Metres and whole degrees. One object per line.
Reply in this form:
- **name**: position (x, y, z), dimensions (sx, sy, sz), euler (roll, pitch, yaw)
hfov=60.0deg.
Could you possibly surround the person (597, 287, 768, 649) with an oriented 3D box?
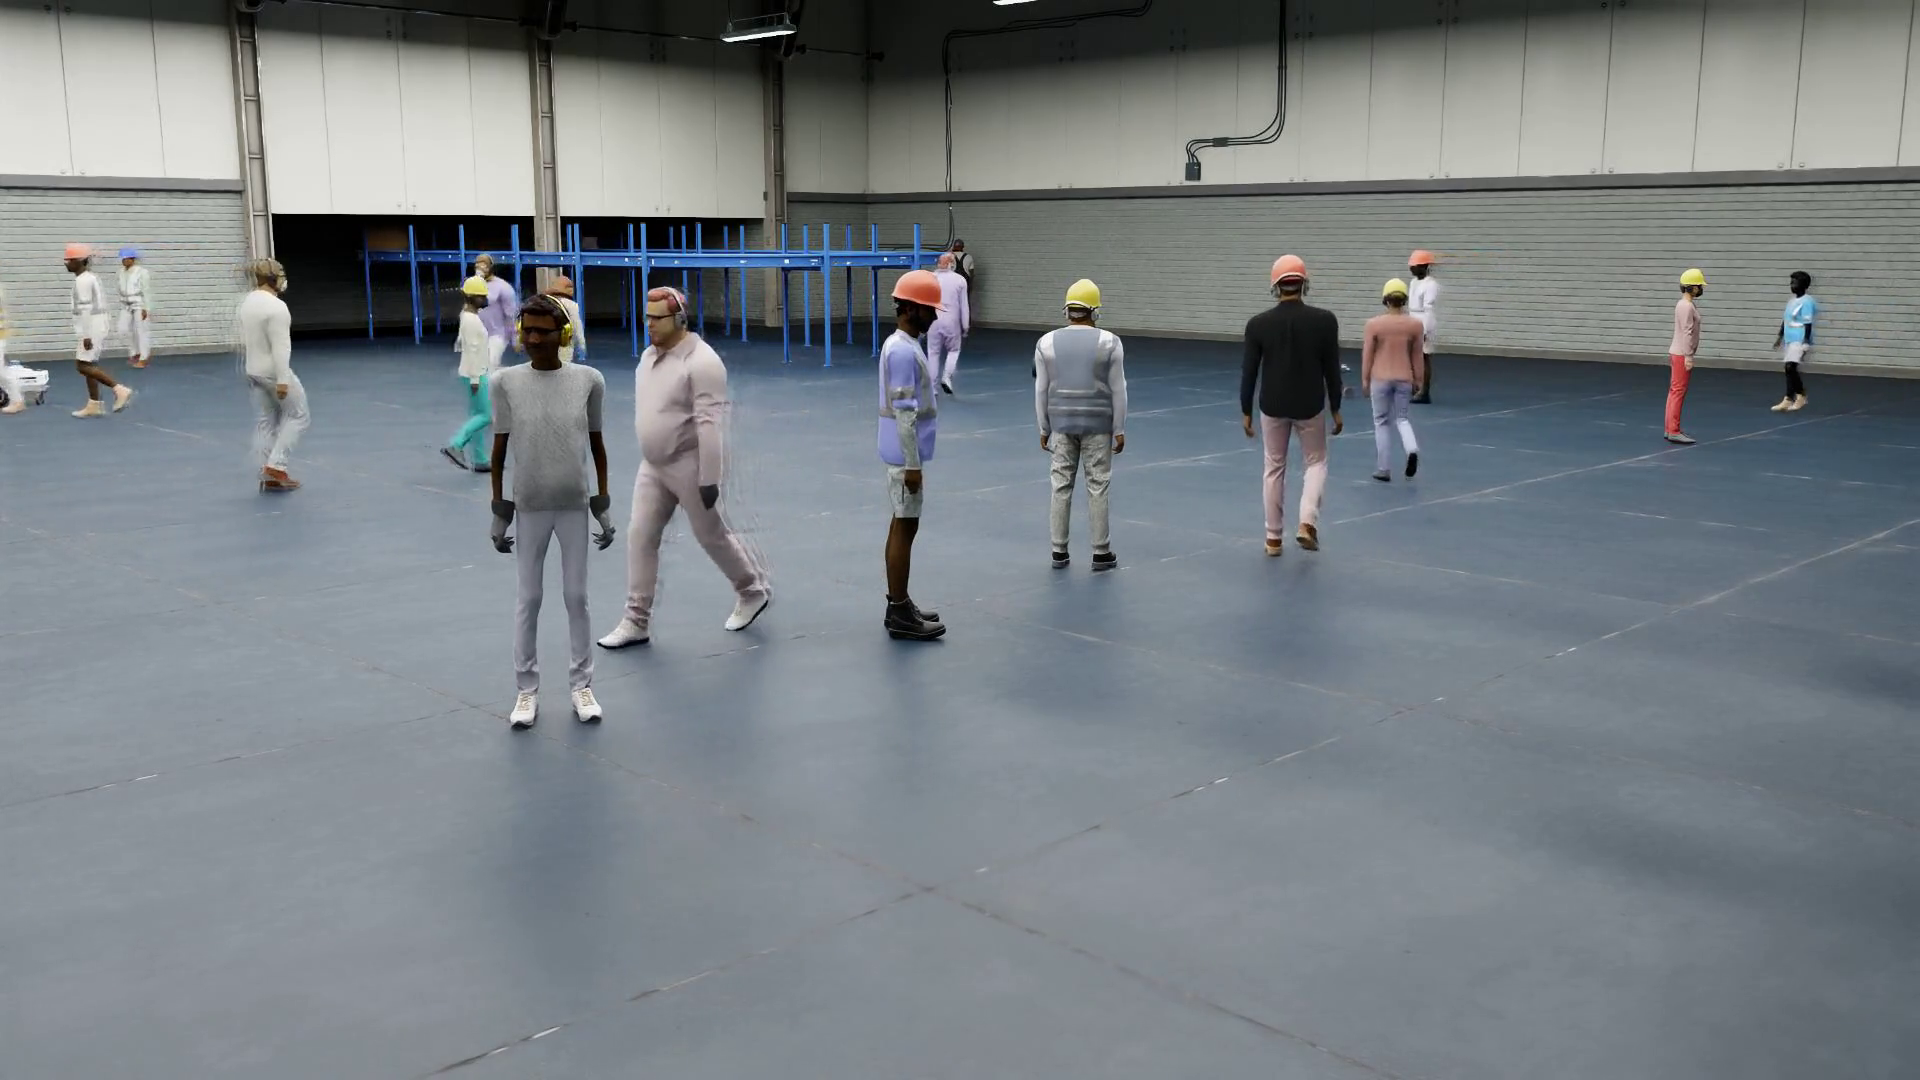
- **person**: position (-1.430, -0.399, 8.725), dimensions (0.647, 1.860, 0.980), euler (9, 14, 40)

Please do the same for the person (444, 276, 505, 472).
- **person**: position (-4.335, -1.467, 14.825), dimensions (0.416, 1.754, 0.526), euler (-3, 11, -17)

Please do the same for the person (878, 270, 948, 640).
- **person**: position (-0.249, -0.456, 8.822), dimensions (0.372, 1.928, 0.543), euler (-1, 10, -5)

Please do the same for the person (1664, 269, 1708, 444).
- **person**: position (7.446, -1.886, 17.063), dimensions (0.313, 1.769, 0.525), euler (3, 11, 16)

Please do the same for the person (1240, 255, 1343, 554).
- **person**: position (2.181, -0.877, 10.954), dimensions (0.674, 1.981, 0.495), euler (3, 11, 15)

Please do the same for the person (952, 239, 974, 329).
- **person**: position (-0.033, -5.809, 37.822), dimensions (0.681, 2.000, 0.536), euler (-1, 10, -4)

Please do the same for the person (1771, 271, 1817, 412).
- **person**: position (9.987, -2.369, 19.899), dimensions (0.376, 1.691, 0.552), euler (1, 10, 5)

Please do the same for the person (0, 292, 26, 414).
- **person**: position (-11.544, -2.396, 19.764), dimensions (0.687, 1.800, 0.619), euler (-10, 14, -42)

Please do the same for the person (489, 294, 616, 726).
- **person**: position (-1.766, -0.129, 7.214), dimensions (0.535, 1.865, 0.312), euler (-3, 11, -17)

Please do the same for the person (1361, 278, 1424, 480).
- **person**: position (3.729, -1.368, 14.299), dimensions (0.525, 1.748, 0.504), euler (-1, 10, -3)

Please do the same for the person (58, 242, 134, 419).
- **person**: position (-10.036, -2.418, 19.261), dimensions (0.598, 2.031, 0.618), euler (-4, 11, -21)

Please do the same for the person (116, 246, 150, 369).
- **person**: position (-13.210, -3.710, 26.575), dimensions (0.608, 1.932, 0.454), euler (2, 11, 12)

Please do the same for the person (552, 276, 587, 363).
- **person**: position (-4.705, -2.349, 19.979), dimensions (0.535, 1.611, 0.604), euler (6, 12, 30)

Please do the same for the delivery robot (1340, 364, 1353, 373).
- **delivery robot**: position (4.786, -2.303, 21.780), dimensions (0.698, 0.223, 0.335), euler (-2, 10, -11)

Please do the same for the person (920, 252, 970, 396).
- **person**: position (-0.208, -2.835, 21.913), dimensions (0.694, 1.878, 0.452), euler (2, 11, 10)

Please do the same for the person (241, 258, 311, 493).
- **person**: position (-5.661, -1.354, 13.749), dimensions (0.628, 1.926, 0.432), euler (9, 13, 39)

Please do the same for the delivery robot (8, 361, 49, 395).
- **delivery robot**: position (-11.865, -2.013, 20.920), dimensions (0.707, 0.478, 0.477), euler (-6, 12, -30)

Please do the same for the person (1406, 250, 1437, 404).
- **person**: position (5.711, -2.675, 20.937), dimensions (0.606, 1.917, 0.580), euler (-3, 11, -14)

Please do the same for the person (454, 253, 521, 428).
- **person**: position (-5.230, -2.187, 18.308), dimensions (0.641, 1.903, 0.846), euler (7, 12, 32)

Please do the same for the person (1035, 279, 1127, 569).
- **person**: position (0.777, -0.734, 10.599), dimensions (0.590, 1.833, 0.404), euler (3, 11, 17)
